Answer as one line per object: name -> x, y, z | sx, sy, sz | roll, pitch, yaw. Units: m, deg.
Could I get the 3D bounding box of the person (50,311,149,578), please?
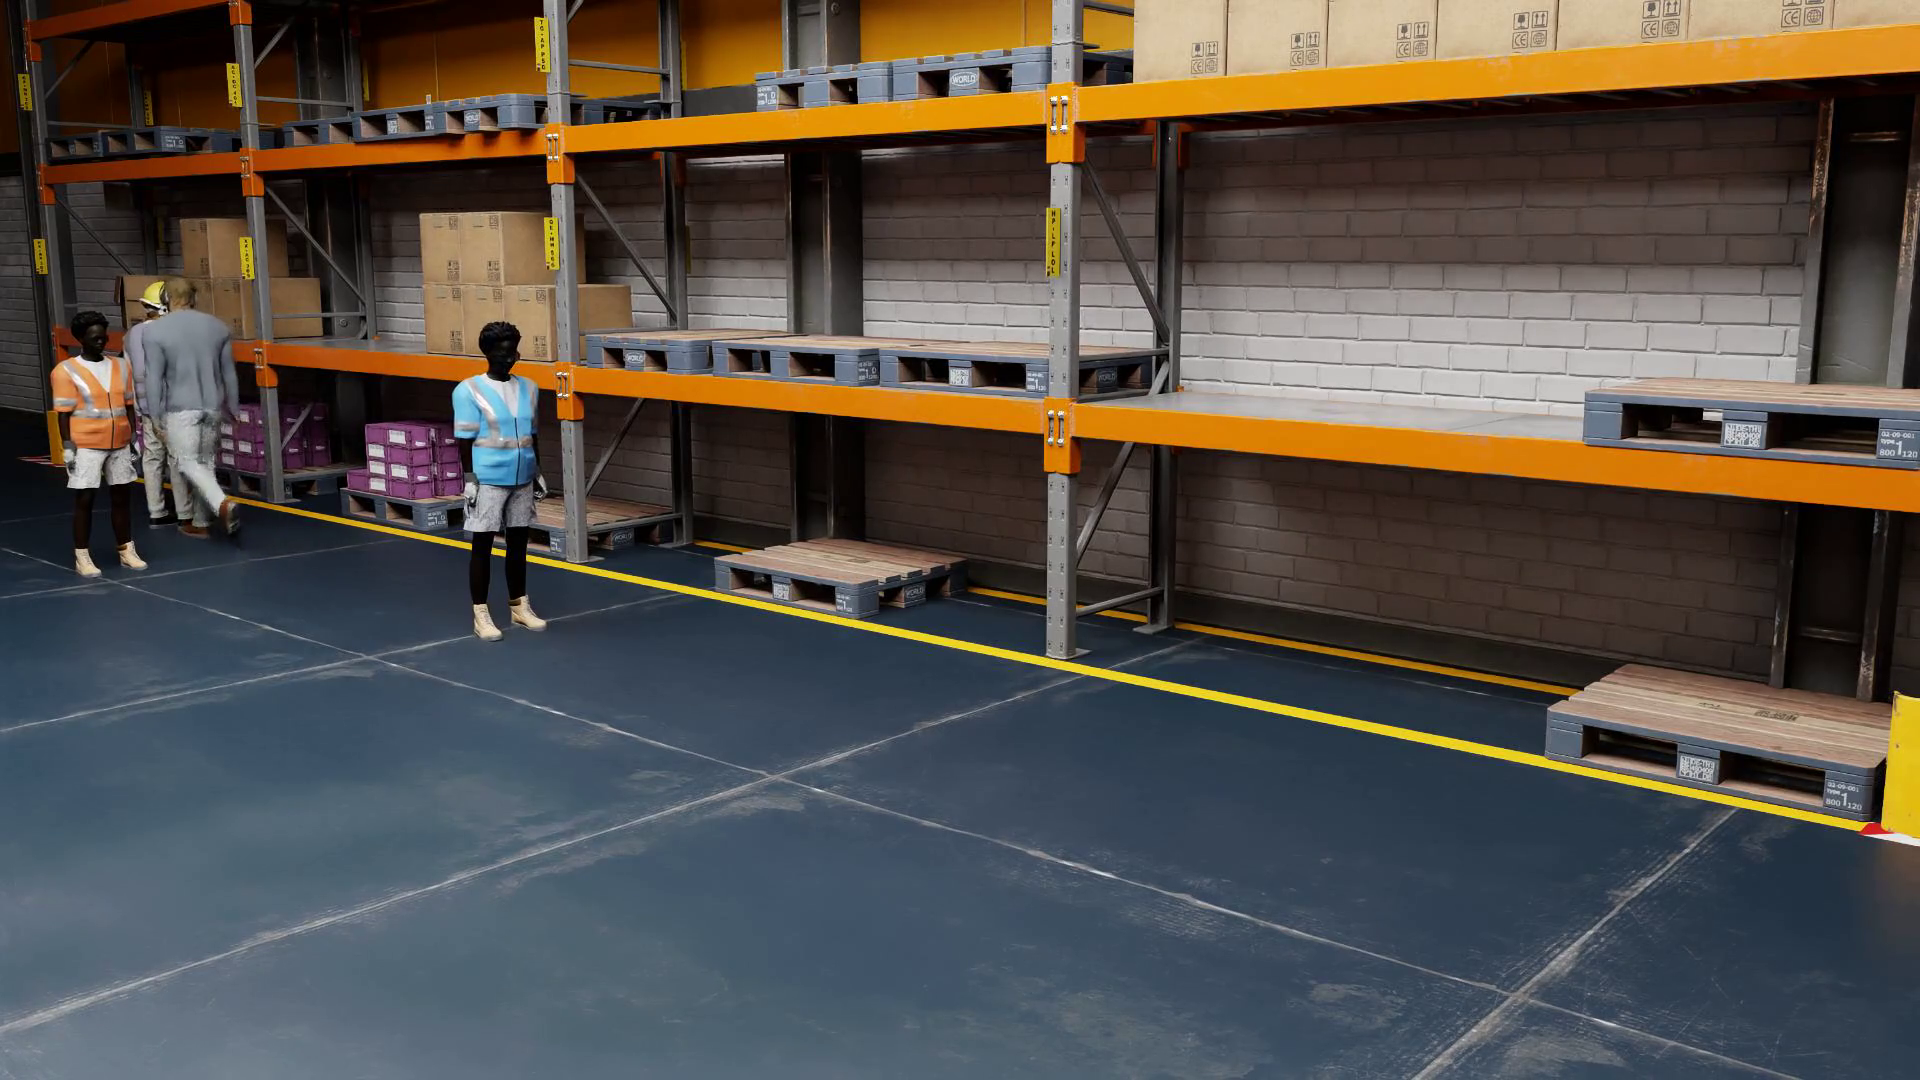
person -> -5.458, -0.604, 10.542 | 0.320, 1.687, 0.534 | 6, 11, 30

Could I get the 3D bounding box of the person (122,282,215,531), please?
person -> -5.842, -0.979, 12.257 | 0.592, 1.828, 0.404 | 4, 11, 21

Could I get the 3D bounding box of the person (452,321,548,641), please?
person -> -2.445, -0.319, 8.890 | 0.319, 1.693, 0.533 | 8, 13, 37

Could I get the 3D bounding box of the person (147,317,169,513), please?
person -> -6.237, -1.020, 13.075 | 0.277, 1.629, 0.496 | 7, 12, 34

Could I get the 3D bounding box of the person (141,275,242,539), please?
person -> -5.324, -0.906, 11.657 | 0.773, 1.904, 0.675 | 7, 12, 35
